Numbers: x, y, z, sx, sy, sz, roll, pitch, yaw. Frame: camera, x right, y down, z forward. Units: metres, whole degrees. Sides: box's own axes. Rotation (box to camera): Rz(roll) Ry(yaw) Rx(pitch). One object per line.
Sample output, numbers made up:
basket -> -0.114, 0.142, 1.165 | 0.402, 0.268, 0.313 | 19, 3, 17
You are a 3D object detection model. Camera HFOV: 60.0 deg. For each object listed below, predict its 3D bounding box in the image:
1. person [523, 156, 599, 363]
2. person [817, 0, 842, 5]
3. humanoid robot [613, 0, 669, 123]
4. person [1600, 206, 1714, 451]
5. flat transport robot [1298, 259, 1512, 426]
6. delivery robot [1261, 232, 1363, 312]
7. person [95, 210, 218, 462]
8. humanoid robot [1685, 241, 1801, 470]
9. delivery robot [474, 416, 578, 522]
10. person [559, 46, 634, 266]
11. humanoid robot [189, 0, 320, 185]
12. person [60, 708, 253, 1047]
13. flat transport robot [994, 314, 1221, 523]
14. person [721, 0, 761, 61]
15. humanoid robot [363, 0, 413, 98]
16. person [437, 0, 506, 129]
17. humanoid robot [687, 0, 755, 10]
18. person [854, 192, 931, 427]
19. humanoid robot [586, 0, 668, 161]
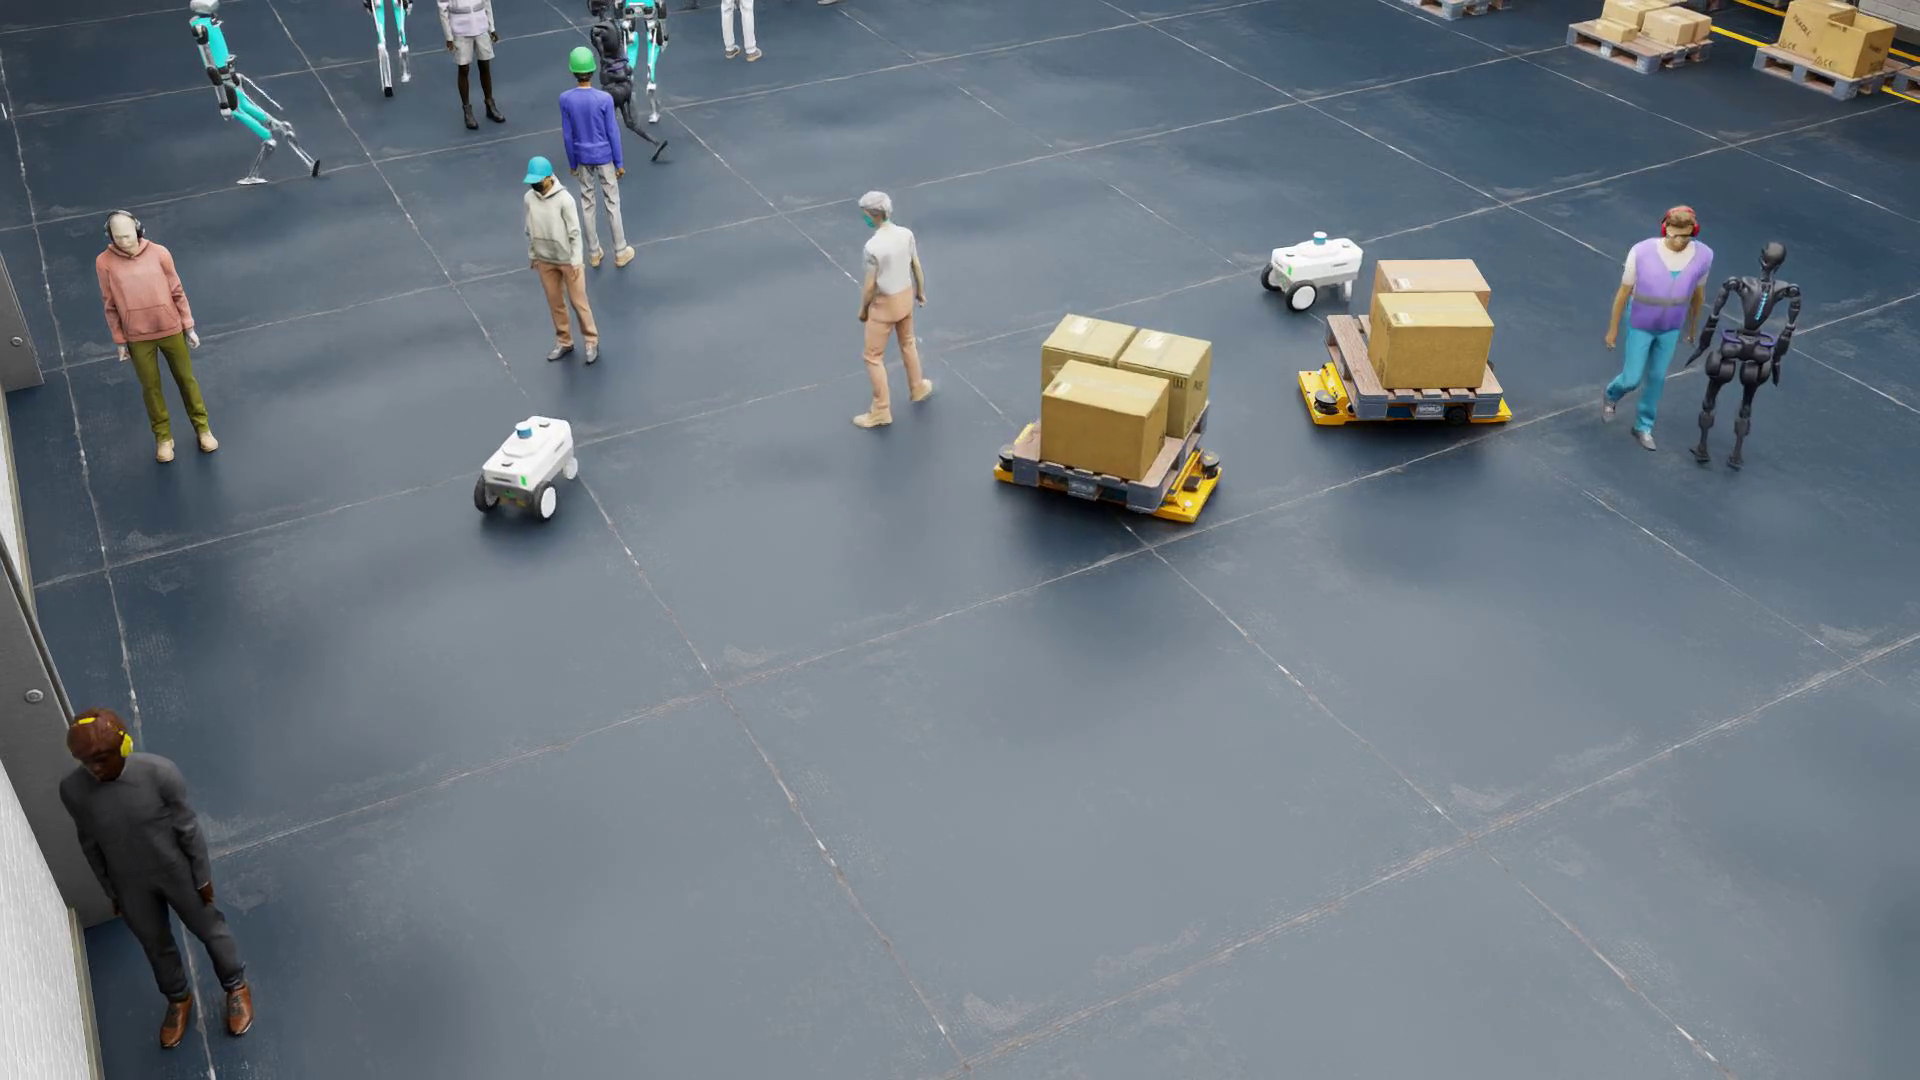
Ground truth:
person -> -3.037, -2.090, 12.484 | 0.484, 1.664, 0.391 | 10, 36, 13
person -> -1.569, -7.391, 19.813 | 0.418, 1.940, 0.550 | -6, 36, -9
humanoid robot -> -3.188, -4.922, 16.499 | 0.543, 1.832, 0.658 | 3, 35, 4
person -> 4.787, -1.480, 11.473 | 0.654, 1.822, 0.484 | 0, 35, 0
flat transport robot -> 3.277, -1.099, 12.285 | 1.431, 0.231, 0.659 | -1, 35, -1
delivery robot -> 2.898, -2.224, 13.640 | 0.763, 0.592, 0.518 | -12, 37, -16
person -> -5.507, -1.414, 11.373 | 0.522, 1.833, 0.372 | -16, 38, -22
humanoid robot -> 5.282, -1.255, 11.282 | 0.601, 1.653, 0.322 | 8, 36, 12
delivery robot -> -2.904, -0.494, 11.184 | 0.499, 0.608, 0.797 | 9, 36, 13
person -> -3.034, -3.176, 13.856 | 0.468, 1.872, 0.344 | 1, 35, 2
humanoid robot -> -6.440, -4.100, 15.326 | 0.903, 1.812, 0.557 | -5, 35, -7
person -> -3.499, 1.461, 7.240 | 0.486, 1.868, 0.357 | -6, 36, -9
flat transport robot -> 1.017, -0.502, 11.433 | 1.431, 0.231, 0.659 | 14, 37, 19
person -> -2.450, -6.190, 18.153 | 0.573, 1.880, 0.361 | 10, 36, 14
humanoid robot -> -6.031, -5.531, 17.380 | 0.561, 1.813, 0.888 | -5, 35, -6
person -> -4.854, -5.069, 16.500 | 0.546, 1.936, 0.376 | -23, 41, -29
humanoid robot -> -2.899, -7.056, 19.623 | 0.786, 1.642, 0.609 | -5, 35, -8
person -> -0.475, -1.689, 11.883 | 0.341, 1.707, 0.786 | 25, 42, 31
humanoid robot -> -3.196, -4.338, 15.718 | 0.678, 1.619, 0.615 | 4, 35, 6
